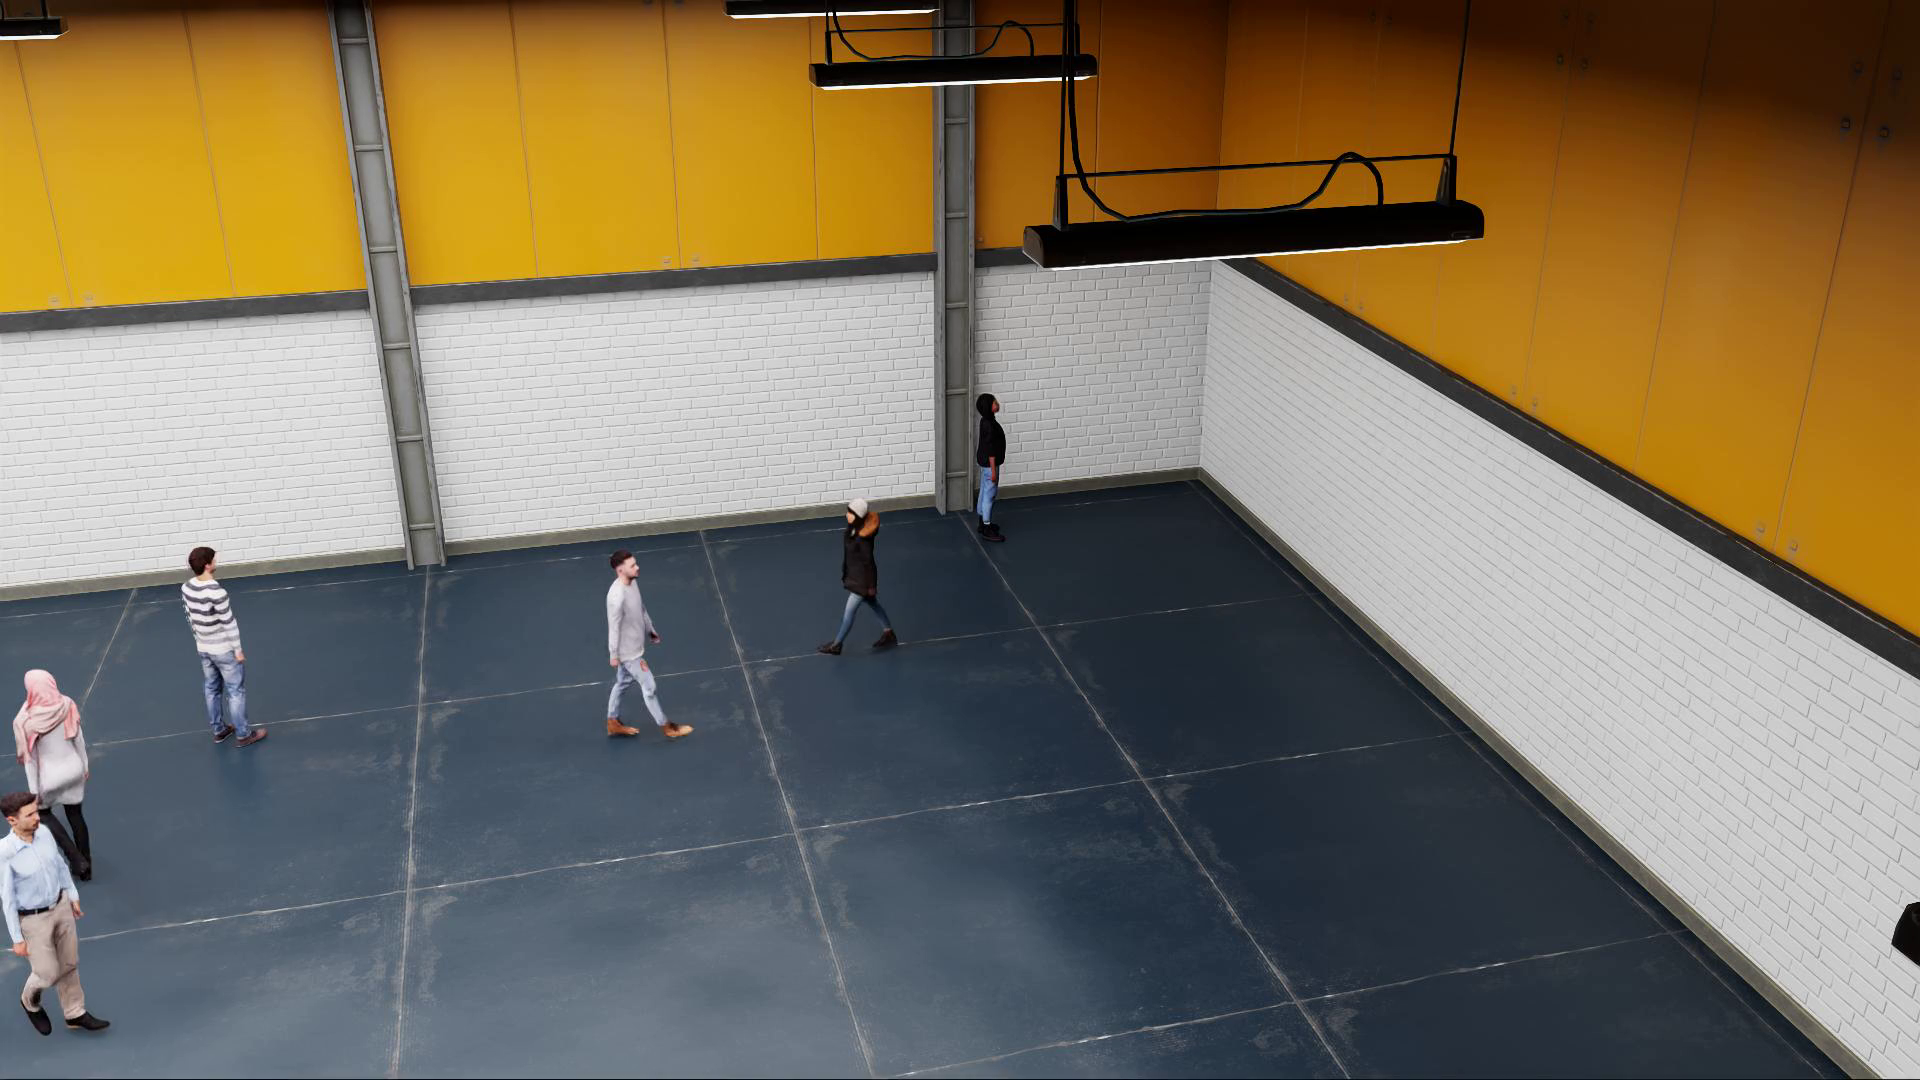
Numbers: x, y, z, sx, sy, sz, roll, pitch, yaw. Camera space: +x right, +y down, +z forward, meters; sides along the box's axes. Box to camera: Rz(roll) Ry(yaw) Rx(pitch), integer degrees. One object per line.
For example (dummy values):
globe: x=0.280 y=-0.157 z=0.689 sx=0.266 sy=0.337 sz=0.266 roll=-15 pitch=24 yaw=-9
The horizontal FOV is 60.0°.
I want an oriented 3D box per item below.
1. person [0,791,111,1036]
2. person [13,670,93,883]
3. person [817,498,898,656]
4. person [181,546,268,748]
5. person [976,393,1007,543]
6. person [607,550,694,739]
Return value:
person: x=-6.091 y=2.466 z=10.939 sx=0.966 sy=1.829 sz=0.880 roll=6 pitch=24 yaw=14
person: x=-6.717 y=1.808 z=12.483 sx=0.832 sy=1.798 sz=0.764 roll=15 pitch=28 yaw=31
person: x=-0.882 y=0.361 z=16.049 sx=1.043 sy=1.593 sz=0.666 roll=-8 pitch=25 yaw=-17
person: x=-6.461 y=0.922 z=14.442 sx=0.697 sy=1.853 sz=0.786 roll=10 pitch=26 yaw=22
person: x=0.323 y=-0.829 z=18.640 sx=0.565 sy=1.698 sz=0.580 roll=-4 pitch=24 yaw=-8
person: x=-2.968 y=0.926 z=14.490 sx=1.103 sy=1.807 sz=0.855 roll=0 pitch=24 yaw=0
